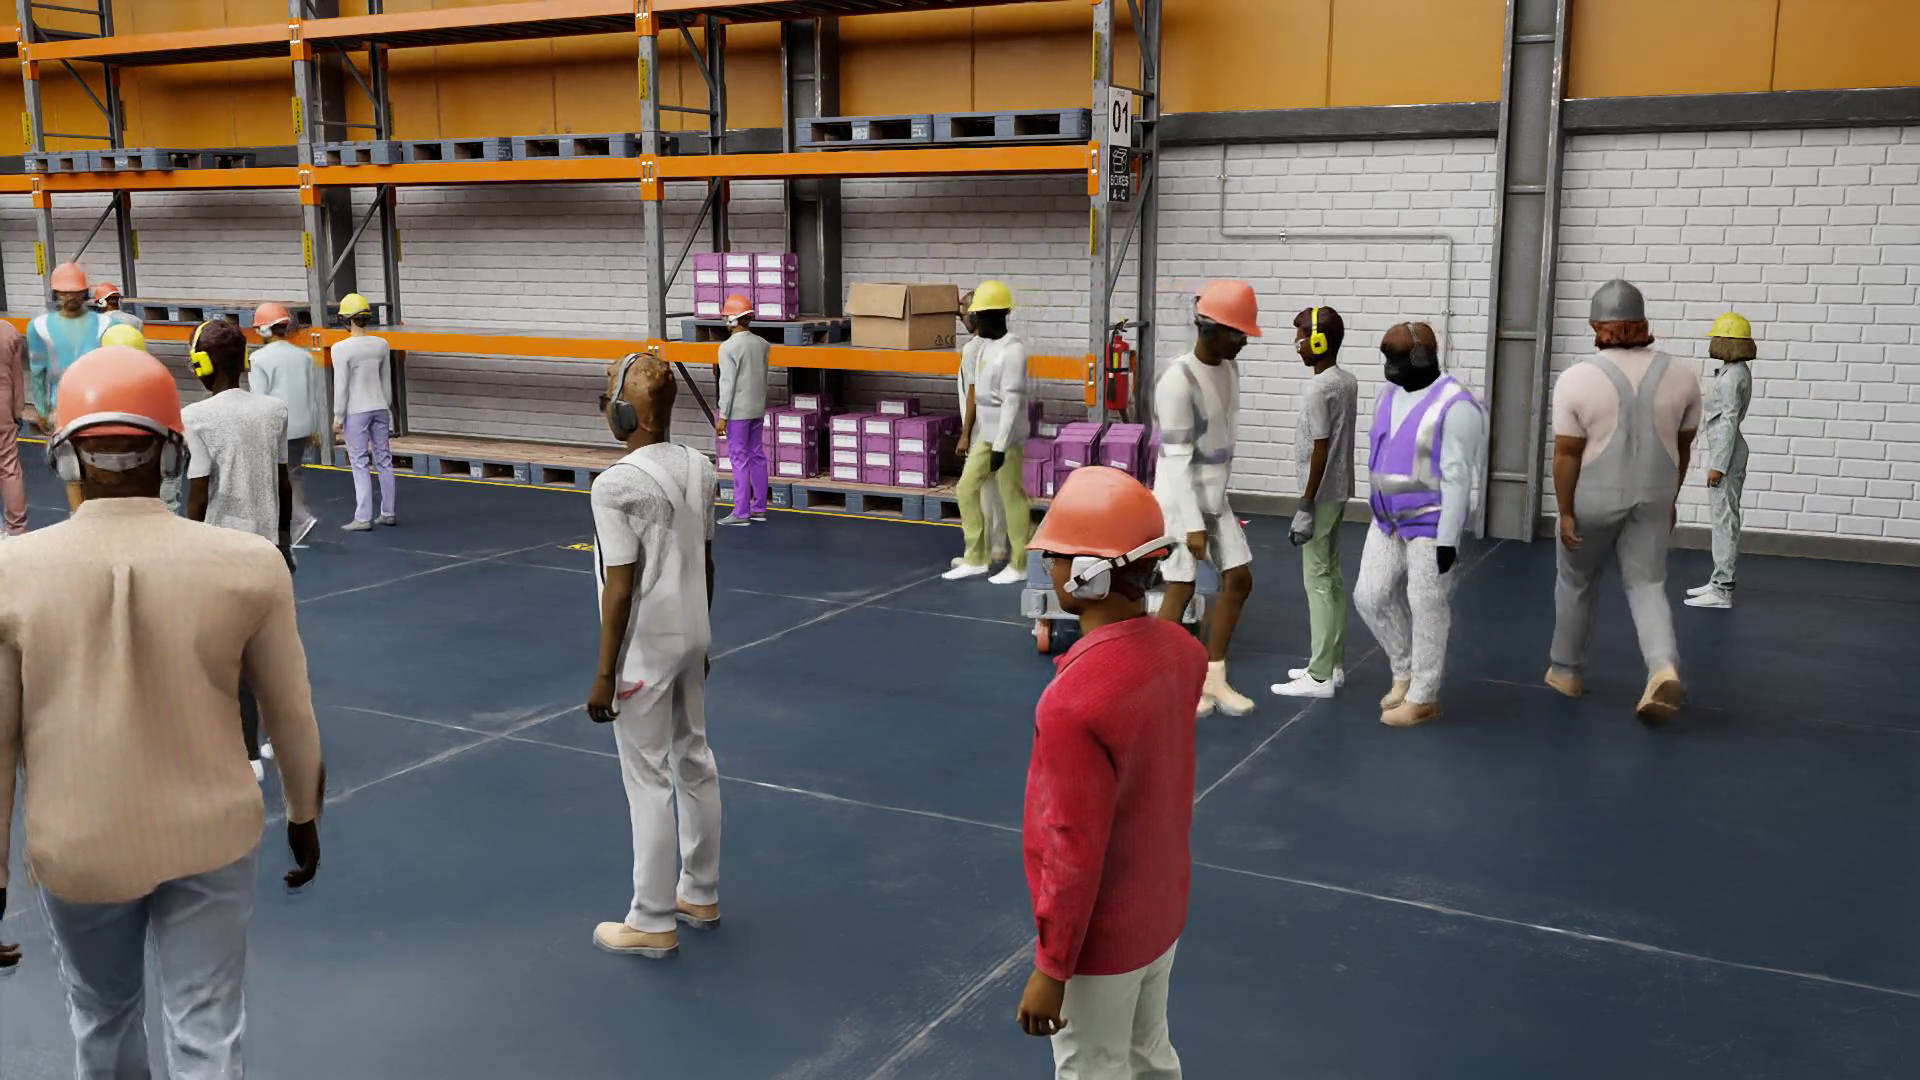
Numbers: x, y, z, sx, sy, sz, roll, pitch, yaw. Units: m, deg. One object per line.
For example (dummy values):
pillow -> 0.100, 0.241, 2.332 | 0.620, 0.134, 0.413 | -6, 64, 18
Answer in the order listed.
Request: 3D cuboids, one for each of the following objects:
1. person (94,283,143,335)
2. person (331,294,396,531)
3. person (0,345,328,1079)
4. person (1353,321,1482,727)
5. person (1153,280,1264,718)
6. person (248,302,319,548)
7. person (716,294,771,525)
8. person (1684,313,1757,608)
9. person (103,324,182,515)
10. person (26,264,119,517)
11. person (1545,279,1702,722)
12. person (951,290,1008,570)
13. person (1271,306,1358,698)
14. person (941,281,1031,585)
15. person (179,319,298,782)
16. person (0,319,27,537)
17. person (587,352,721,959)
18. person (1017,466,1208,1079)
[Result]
person -> -8.212, -1.627, 16.200 | 0.334, 1.743, 0.560 | 6, 12, 28
person -> -4.461, -0.945, 12.410 | 0.312, 1.768, 0.522 | 6, 12, 28
person -> -1.669, 0.584, 3.463 | 0.663, 1.960, 0.858 | -5, 11, -24
person -> 2.029, -0.057, 7.397 | 0.447, 1.815, 0.645 | -5, 11, -25
person -> 1.098, -0.151, 7.420 | 0.635, 1.994, 0.643 | 8, 13, 38
person -> -4.701, -0.784, 11.592 | 0.474, 1.734, 0.584 | 4, 11, 22
person -> -1.670, -0.988, 12.674 | 0.326, 1.752, 0.560 | 6, 12, 28
person -> 4.512, -0.469, 9.864 | 0.295, 1.744, 0.484 | 6, 12, 28
person -> -4.248, -0.236, 8.586 | 0.295, 1.744, 0.484 | 6, 12, 28
person -> -6.283, -0.966, 11.902 | 0.619, 1.982, 1.077 | -5, 12, -27
person -> 3.040, -0.212, 7.637 | 0.683, 2.000, 0.906 | 0, 10, 1
person -> 0.142, -0.720, 10.970 | 0.346, 1.841, 0.505 | 6, 12, 28
person -> 1.704, -0.176, 7.927 | 0.329, 1.865, 0.510 | 6, 12, 28
person -> 0.163, -0.647, 10.358 | 0.710, 1.902, 0.600 | -4, 11, -21
person -> -2.907, 0.048, 6.698 | 0.329, 1.865, 0.510 | 6, 12, 28
person -> -6.886, -0.875, 11.654 | 0.409, 1.903, 0.639 | 6, 12, 28
person -> -0.939, 0.353, 5.075 | 0.346, 1.846, 0.505 | 6, 12, 28
person -> 0.275, 0.726, 3.281 | 0.326, 1.752, 0.560 | 6, 12, 28
